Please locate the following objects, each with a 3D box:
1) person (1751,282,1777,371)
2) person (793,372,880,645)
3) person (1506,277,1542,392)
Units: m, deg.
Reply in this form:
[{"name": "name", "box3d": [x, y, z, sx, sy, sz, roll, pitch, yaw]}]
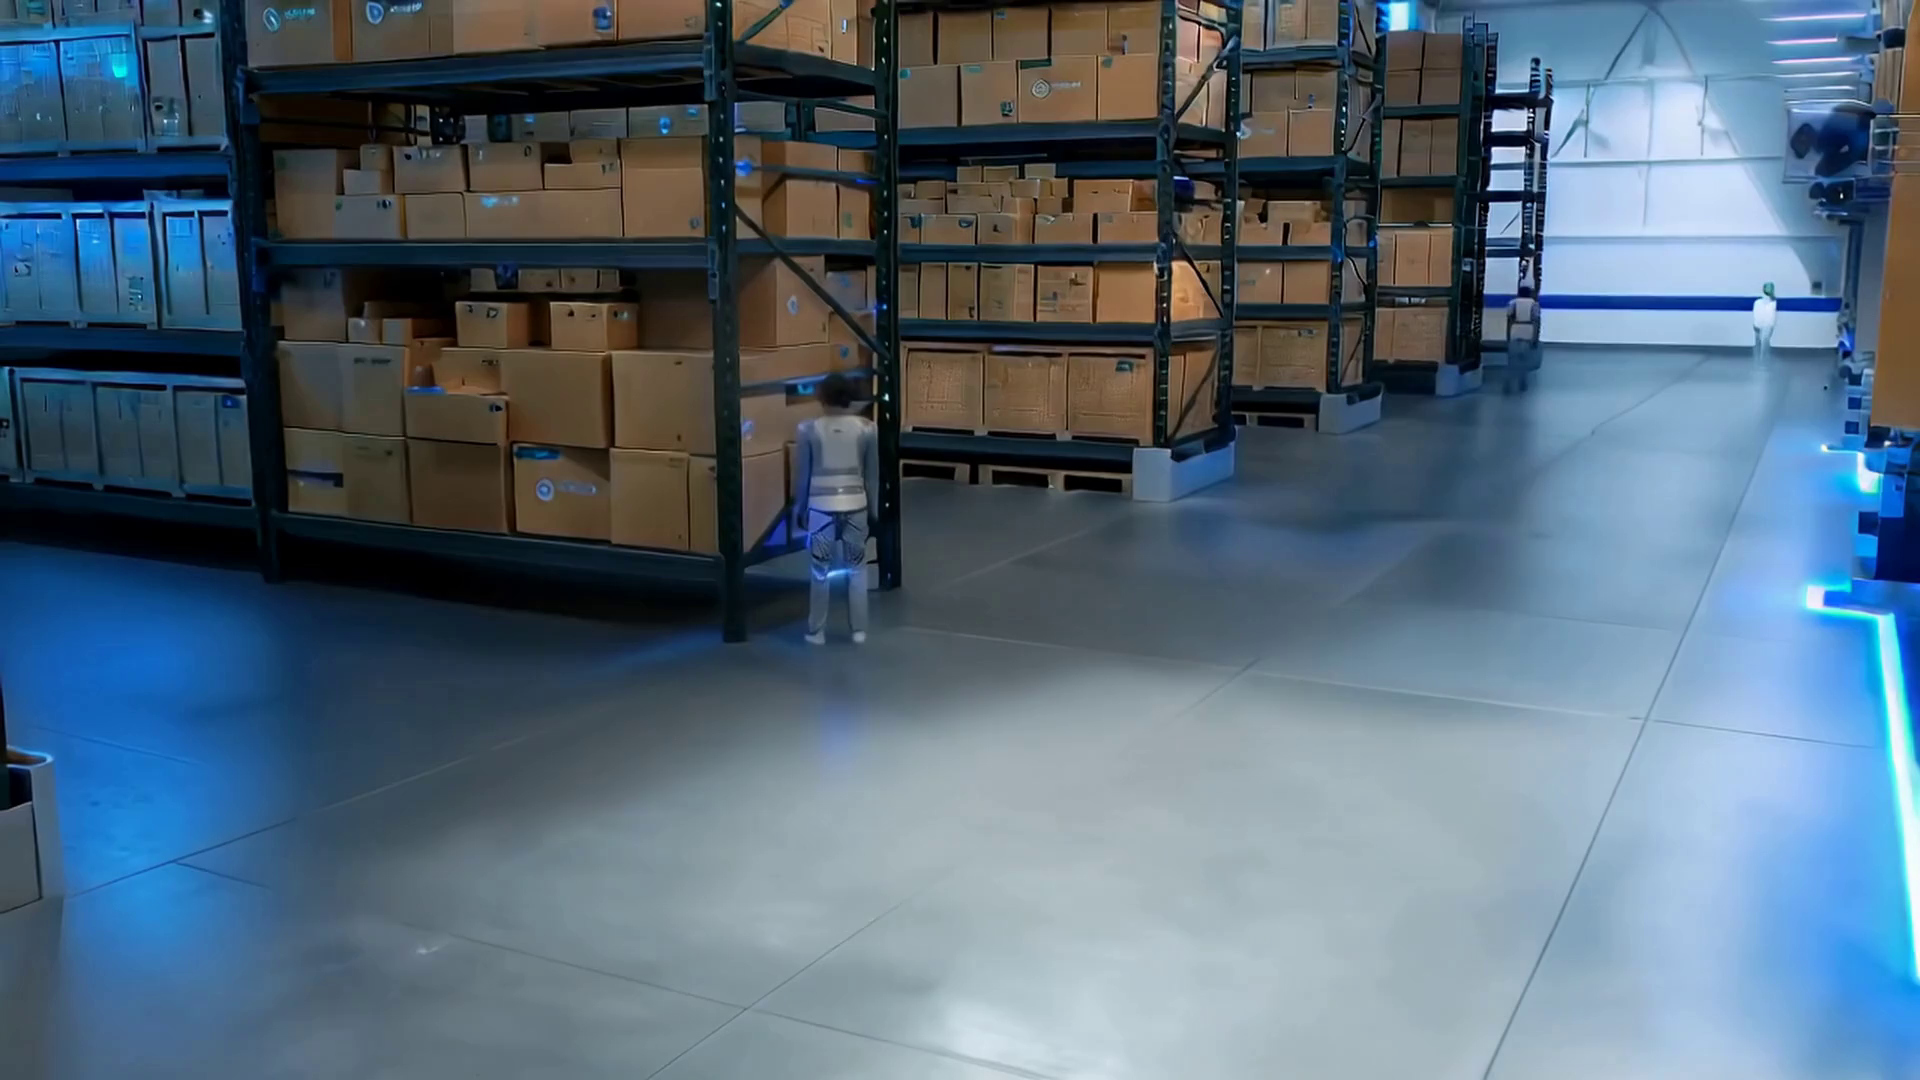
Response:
[{"name": "person", "box3d": [15.991, -4.234, 33.018, 0.334, 1.749, 0.576, -2, 10, -12]}, {"name": "person", "box3d": [-0.727, -0.179, 9.895, 0.521, 1.631, 0.321, -2, 10, -13]}, {"name": "person", "box3d": [9.419, -3.427, 27.841, 0.546, 1.926, 0.605, 5, 11, 26]}]
